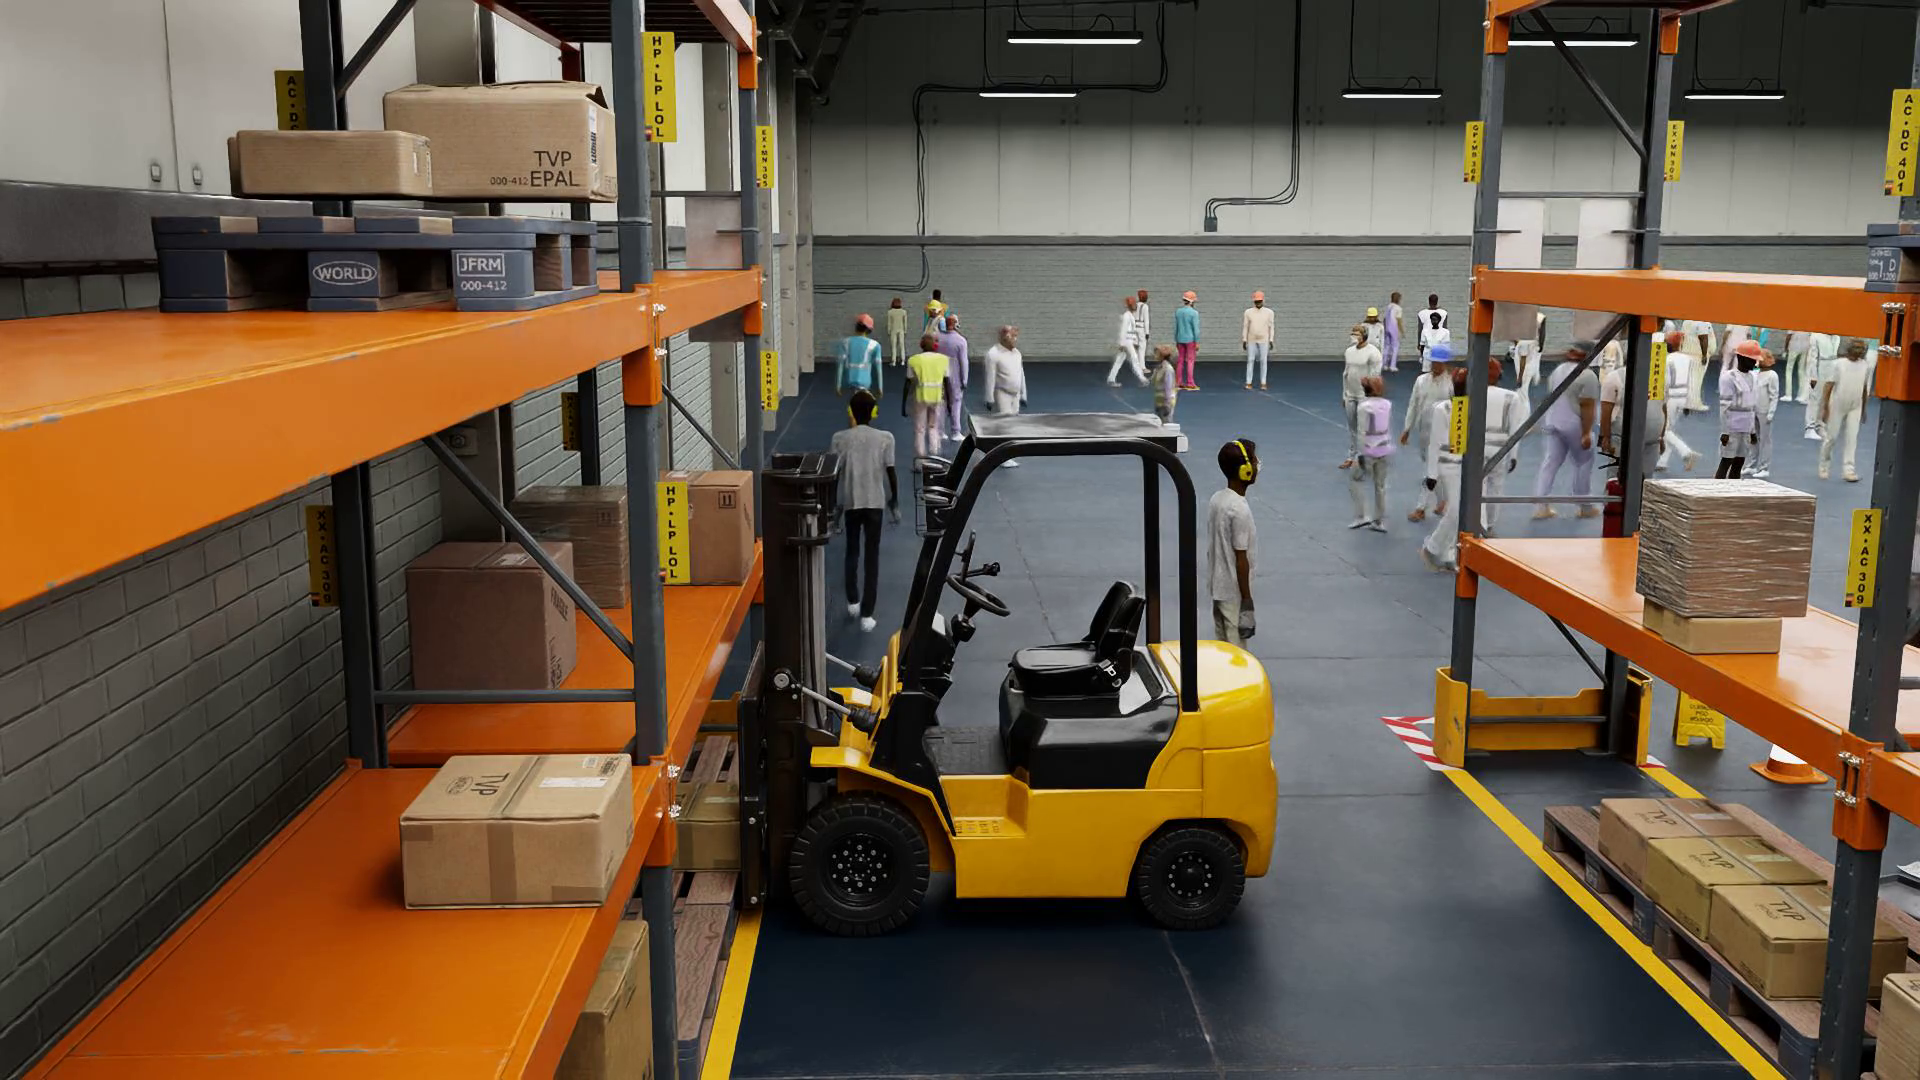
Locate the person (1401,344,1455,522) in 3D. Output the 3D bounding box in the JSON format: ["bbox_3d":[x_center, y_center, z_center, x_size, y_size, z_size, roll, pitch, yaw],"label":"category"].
[{"bbox_3d":[5.139,-1.175,18.008,0.971,1.897,0.601,-7,12,-35],"label":"person"}]

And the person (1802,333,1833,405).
[{"bbox_3d":[15.794,-3.257,30.396,0.707,1.611,0.514,-1,10,-4],"label":"person"}]

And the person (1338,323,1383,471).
[{"bbox_3d":[5.239,-1.868,21.757,0.357,1.937,0.636,-6,12,-29],"label":"person"}]

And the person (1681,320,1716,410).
[{"bbox_3d":[13.199,-3.342,29.680,0.536,2.000,0.688,-1,10,-4],"label":"person"}]

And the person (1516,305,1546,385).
[{"bbox_3d":[11.804,-4.071,34.430,0.622,1.790,0.960,5,11,27],"label":"person"}]

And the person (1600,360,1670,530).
[{"bbox_3d":[6.921,-1.069,17.014,0.688,2.000,0.536,0,10,1],"label":"person"}]

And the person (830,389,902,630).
[{"bbox_3d":[-0.726,-0.255,13.041,0.533,1.839,0.899,1,10,4],"label":"person"}]

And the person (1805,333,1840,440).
[{"bbox_3d":[13.116,-2.492,25.287,0.592,1.919,0.392,-6,12,-29],"label":"person"}]

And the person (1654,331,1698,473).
[{"bbox_3d":[9.191,-1.752,21.338,0.606,1.863,0.710,-5,12,-28],"label":"person"}]

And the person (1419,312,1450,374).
[{"bbox_3d":[8.766,-3.365,30.764,0.541,1.695,0.316,5,11,26],"label":"person"}]

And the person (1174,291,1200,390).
[{"bbox_3d":[4.604,-4.020,33.580,0.391,1.992,0.623,-8,13,-39],"label":"person"}]

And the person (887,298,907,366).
[{"bbox_3d":[-1.524,-5.015,40.132,0.503,1.633,0.280,-4,11,-20],"label":"person"}]

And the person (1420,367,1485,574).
[{"bbox_3d":[4.465,-0.610,14.929,0.576,1.870,0.409,-8,13,-39],"label":"person"}]

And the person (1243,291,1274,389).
[{"bbox_3d":[6.051,-4.051,33.758,0.623,1.992,0.396,2,10,13],"label":"person"}]

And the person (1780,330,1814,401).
[{"bbox_3d":[15.733,-3.515,31.169,0.562,1.851,0.419,0,10,-1],"label":"person"}]

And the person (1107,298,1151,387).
[{"bbox_3d":[3.495,-4.068,34.327,0.999,1.830,0.583,2,10,11],"label":"person"}]

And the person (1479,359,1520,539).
[{"bbox_3d":[5.238,-0.881,16.561,0.588,1.820,1.052,3,11,16],"label":"person"}]

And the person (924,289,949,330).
[{"bbox_3d":[-0.520,-4.796,38.134,0.626,1.906,0.446,2,10,13],"label":"person"}]

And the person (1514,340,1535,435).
[{"bbox_3d":[8.722,-2.536,25.776,0.341,1.839,0.501,4,11,21],"label":"person"}]

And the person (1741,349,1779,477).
[{"bbox_3d":[10.196,-1.615,21.190,0.286,1.633,0.501,-2,10,-10],"label":"person"}]

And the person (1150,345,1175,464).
[{"bbox_3d":[2.734,-1.819,22.377,0.404,1.610,0.539,-3,11,-17],"label":"person"}]

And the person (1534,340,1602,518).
[{"bbox_3d":[6.642,-1.234,17.936,0.917,2.000,0.801,-4,11,-21],"label":"person"}]

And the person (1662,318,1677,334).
[{"bbox_3d":[13.964,-3.745,32.789,0.326,1.736,0.493,1,10,6],"label":"person"}]

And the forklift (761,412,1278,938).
[{"bbox_3d":[0.291,0.548,7.580,2.313,2.155,1.214,0,10,-2],"label":"forklift"}]

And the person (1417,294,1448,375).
[{"bbox_3d":[9.675,-4.065,34.095,0.598,1.915,0.451,2,10,11],"label":"person"}]

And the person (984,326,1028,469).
[{"bbox_3d":[0.674,-1.885,21.994,0.554,1.878,0.675,9,14,41],"label":"person"}]

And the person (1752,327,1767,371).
[{"bbox_3d":[16.573,-4.114,34.565,0.357,1.835,0.516,6,12,29],"label":"person"}]

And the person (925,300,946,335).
[{"bbox_3d":[-0.500,-3.845,33.061,0.404,1.833,0.590,-6,12,-28],"label":"person"}]

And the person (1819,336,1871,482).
[{"bbox_3d":[11.093,-1.648,20.839,0.540,1.847,0.470,1,10,6],"label":"person"}]

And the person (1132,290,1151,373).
[{"bbox_3d":[4.141,-4.768,38.058,0.337,1.882,0.584,-5,11,-27],"label":"person"}]

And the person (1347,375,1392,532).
[{"bbox_3d":[4.245,-0.892,17.192,0.507,1.621,0.439,-6,12,-32],"label":"person"}]

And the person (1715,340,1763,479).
[{"bbox_3d":[8.512,-1.219,18.154,0.541,1.932,0.370,-6,12,-29],"label":"person"}]

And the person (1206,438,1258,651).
[{"bbox_3d":[1.590,0.346,9.595,0.323,1.876,0.530,-2,10,-11],"label":"person"}]

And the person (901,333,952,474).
[{"bbox_3d":[-0.435,-1.766,21.513,0.674,1.812,0.455,-3,11,-19],"label":"person"}]

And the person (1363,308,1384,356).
[{"bbox_3d":[7.807,-3.539,31.601,0.493,1.743,0.300,0,10,1],"label":"person"}]

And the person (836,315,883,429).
[{"bbox_3d":[-1.432,-2.210,23.649,0.615,1.950,1.138,3,11,17],"label":"person"}]

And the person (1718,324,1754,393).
[{"bbox_3d":[15.134,-3.711,32.426,0.614,1.796,0.513,2,10,11],"label":"person"}]

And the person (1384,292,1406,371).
[{"bbox_3d":[10.034,-4.808,38.450,0.449,1.829,0.523,-5,11,-27],"label":"person"}]

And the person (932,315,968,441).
[{"bbox_3d":[-0.132,-2.436,25.042,0.644,1.900,0.399,7,12,33],"label":"person"}]

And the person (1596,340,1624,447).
[{"bbox_3d":[9.507,-2.299,24.199,0.391,1.924,0.553,5,11,26],"label":"person"}]
